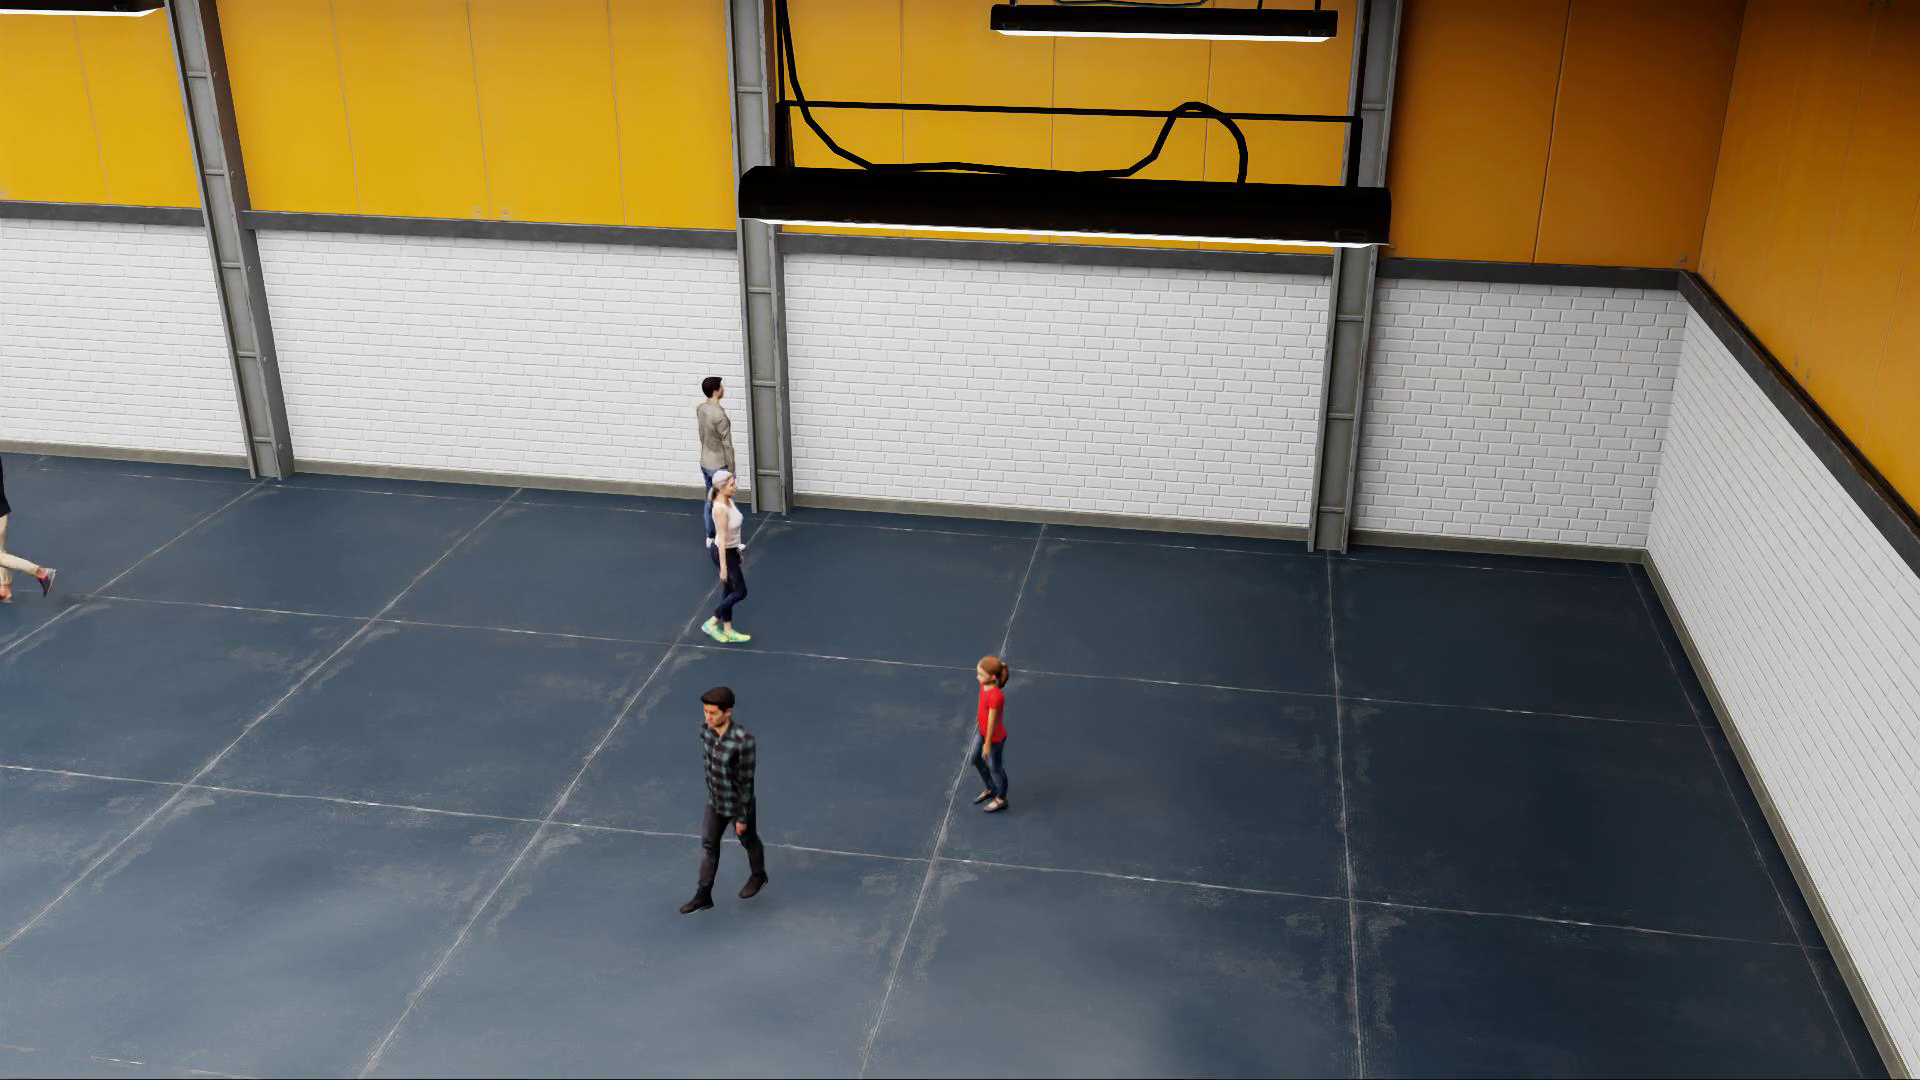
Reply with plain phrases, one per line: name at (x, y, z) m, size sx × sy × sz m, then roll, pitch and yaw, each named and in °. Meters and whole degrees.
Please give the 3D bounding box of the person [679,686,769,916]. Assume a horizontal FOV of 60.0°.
person at (-1.500, 1.702, 11.308) m, size 1.037 × 1.697 × 0.977 m, roll 15°, pitch 28°, yaw 30°

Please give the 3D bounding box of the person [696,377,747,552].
person at (-2.501, -0.776, 17.011) m, size 0.837 × 1.866 × 0.764 m, roll -17°, pitch 29°, yaw -34°

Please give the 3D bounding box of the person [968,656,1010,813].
person at (0.303, 1.463, 12.597) m, size 0.625 × 1.300 × 0.580 m, roll -9°, pitch 25°, yaw -20°

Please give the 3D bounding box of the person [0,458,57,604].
person at (-9.093, -0.227, 15.792) m, size 1.066 × 1.837 × 0.851 m, roll -3°, pitch 24°, yaw -7°

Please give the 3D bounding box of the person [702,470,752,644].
person at (-2.209, 0.164, 15.078) m, size 0.718 × 1.693 × 0.658 m, roll 0°, pitch 24°, yaw 0°
